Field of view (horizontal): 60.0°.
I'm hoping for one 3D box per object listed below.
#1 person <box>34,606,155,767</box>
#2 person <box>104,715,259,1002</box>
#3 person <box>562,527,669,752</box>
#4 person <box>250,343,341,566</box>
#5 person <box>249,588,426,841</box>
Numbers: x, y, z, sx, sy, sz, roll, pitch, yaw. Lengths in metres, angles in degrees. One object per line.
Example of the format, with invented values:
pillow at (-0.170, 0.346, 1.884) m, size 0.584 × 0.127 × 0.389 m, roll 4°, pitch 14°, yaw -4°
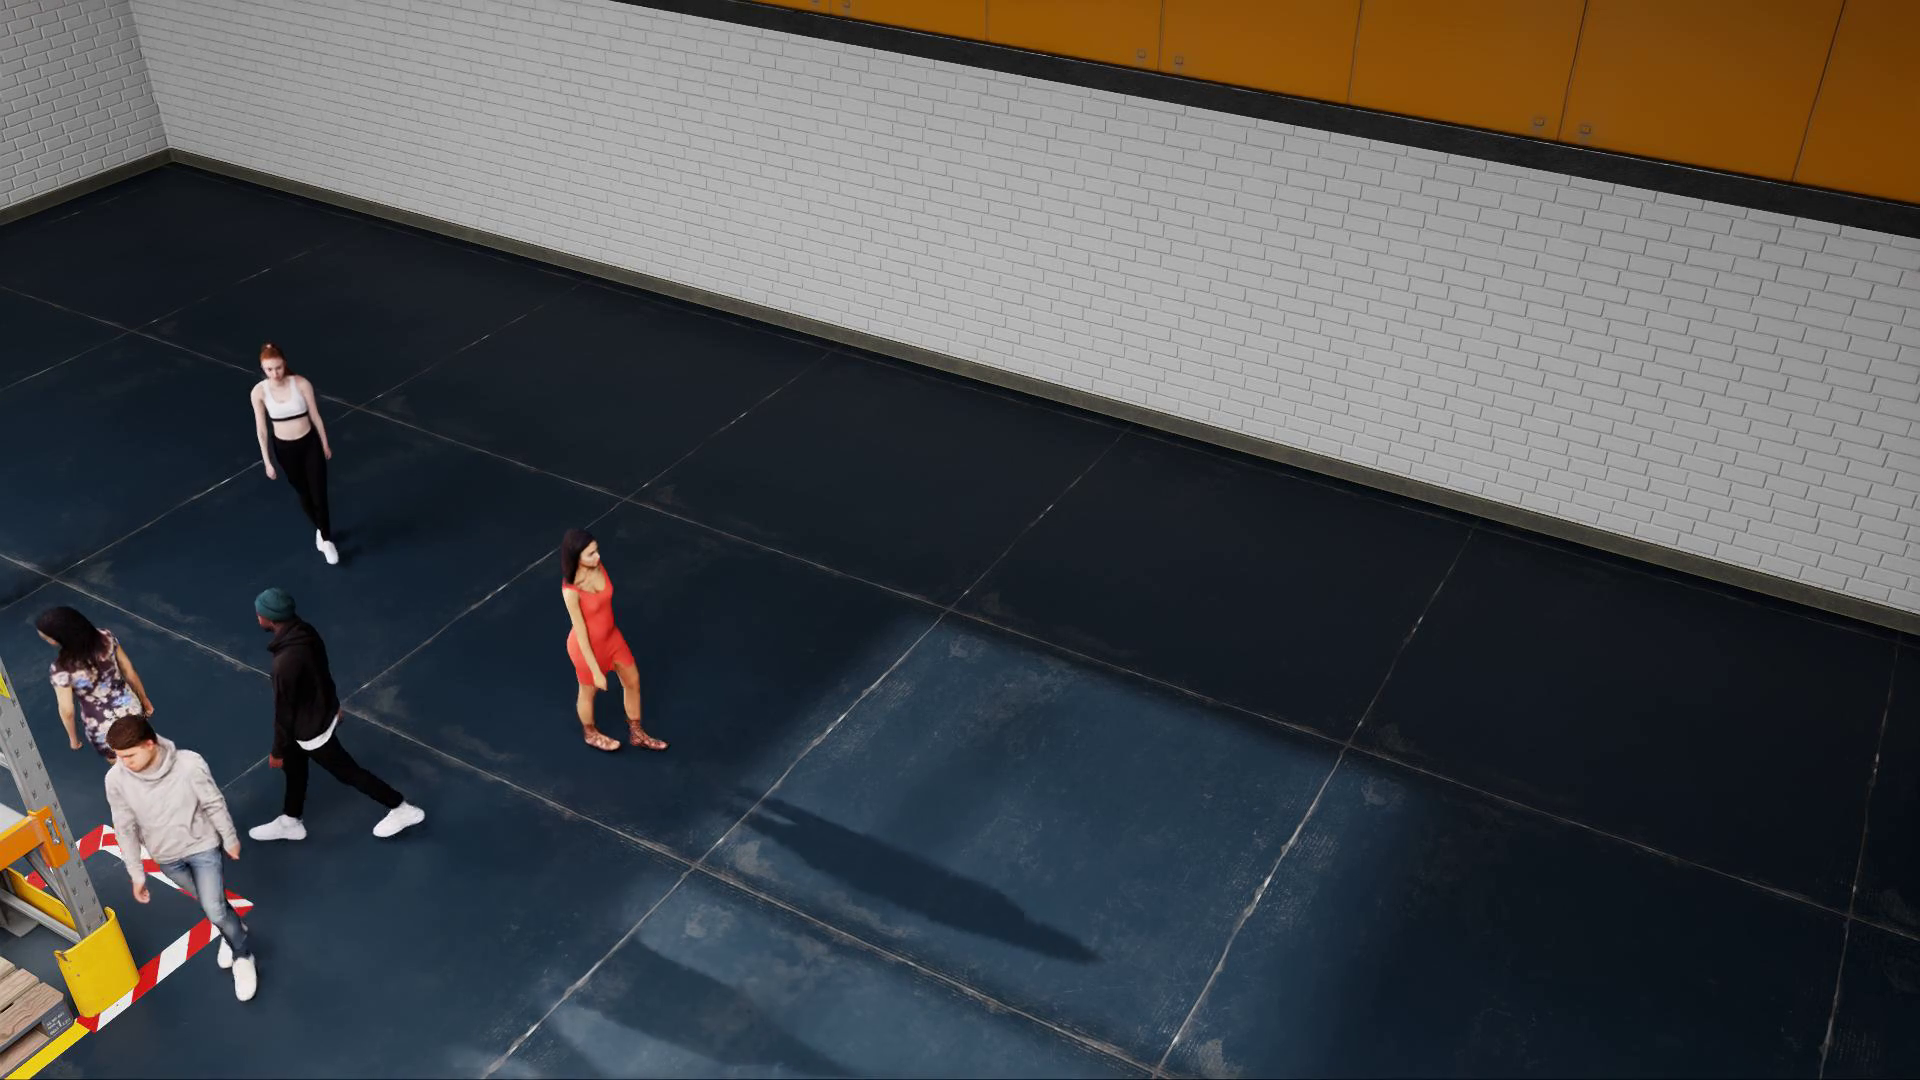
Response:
person at (-4.851, 1.090, 9.624) m, size 0.722 × 1.713 × 0.535 m, roll 17°, pitch 37°, yaw 24°
person at (-4.089, 1.564, 8.820) m, size 0.929 × 1.814 × 1.003 m, roll -5°, pitch 34°, yaw -8°
person at (-2.340, 0.649, 10.302) m, size 0.766 × 1.697 × 0.800 m, roll 10°, pitch 35°, yaw 14°
person at (-4.893, -0.687, 12.286) m, size 0.850 × 1.728 × 0.900 m, roll -11°, pitch 35°, yaw -16°
person at (-3.629, 1.073, 9.603) m, size 1.295 × 1.765 × 1.244 m, roll -8°, pitch 34°, yaw -12°
